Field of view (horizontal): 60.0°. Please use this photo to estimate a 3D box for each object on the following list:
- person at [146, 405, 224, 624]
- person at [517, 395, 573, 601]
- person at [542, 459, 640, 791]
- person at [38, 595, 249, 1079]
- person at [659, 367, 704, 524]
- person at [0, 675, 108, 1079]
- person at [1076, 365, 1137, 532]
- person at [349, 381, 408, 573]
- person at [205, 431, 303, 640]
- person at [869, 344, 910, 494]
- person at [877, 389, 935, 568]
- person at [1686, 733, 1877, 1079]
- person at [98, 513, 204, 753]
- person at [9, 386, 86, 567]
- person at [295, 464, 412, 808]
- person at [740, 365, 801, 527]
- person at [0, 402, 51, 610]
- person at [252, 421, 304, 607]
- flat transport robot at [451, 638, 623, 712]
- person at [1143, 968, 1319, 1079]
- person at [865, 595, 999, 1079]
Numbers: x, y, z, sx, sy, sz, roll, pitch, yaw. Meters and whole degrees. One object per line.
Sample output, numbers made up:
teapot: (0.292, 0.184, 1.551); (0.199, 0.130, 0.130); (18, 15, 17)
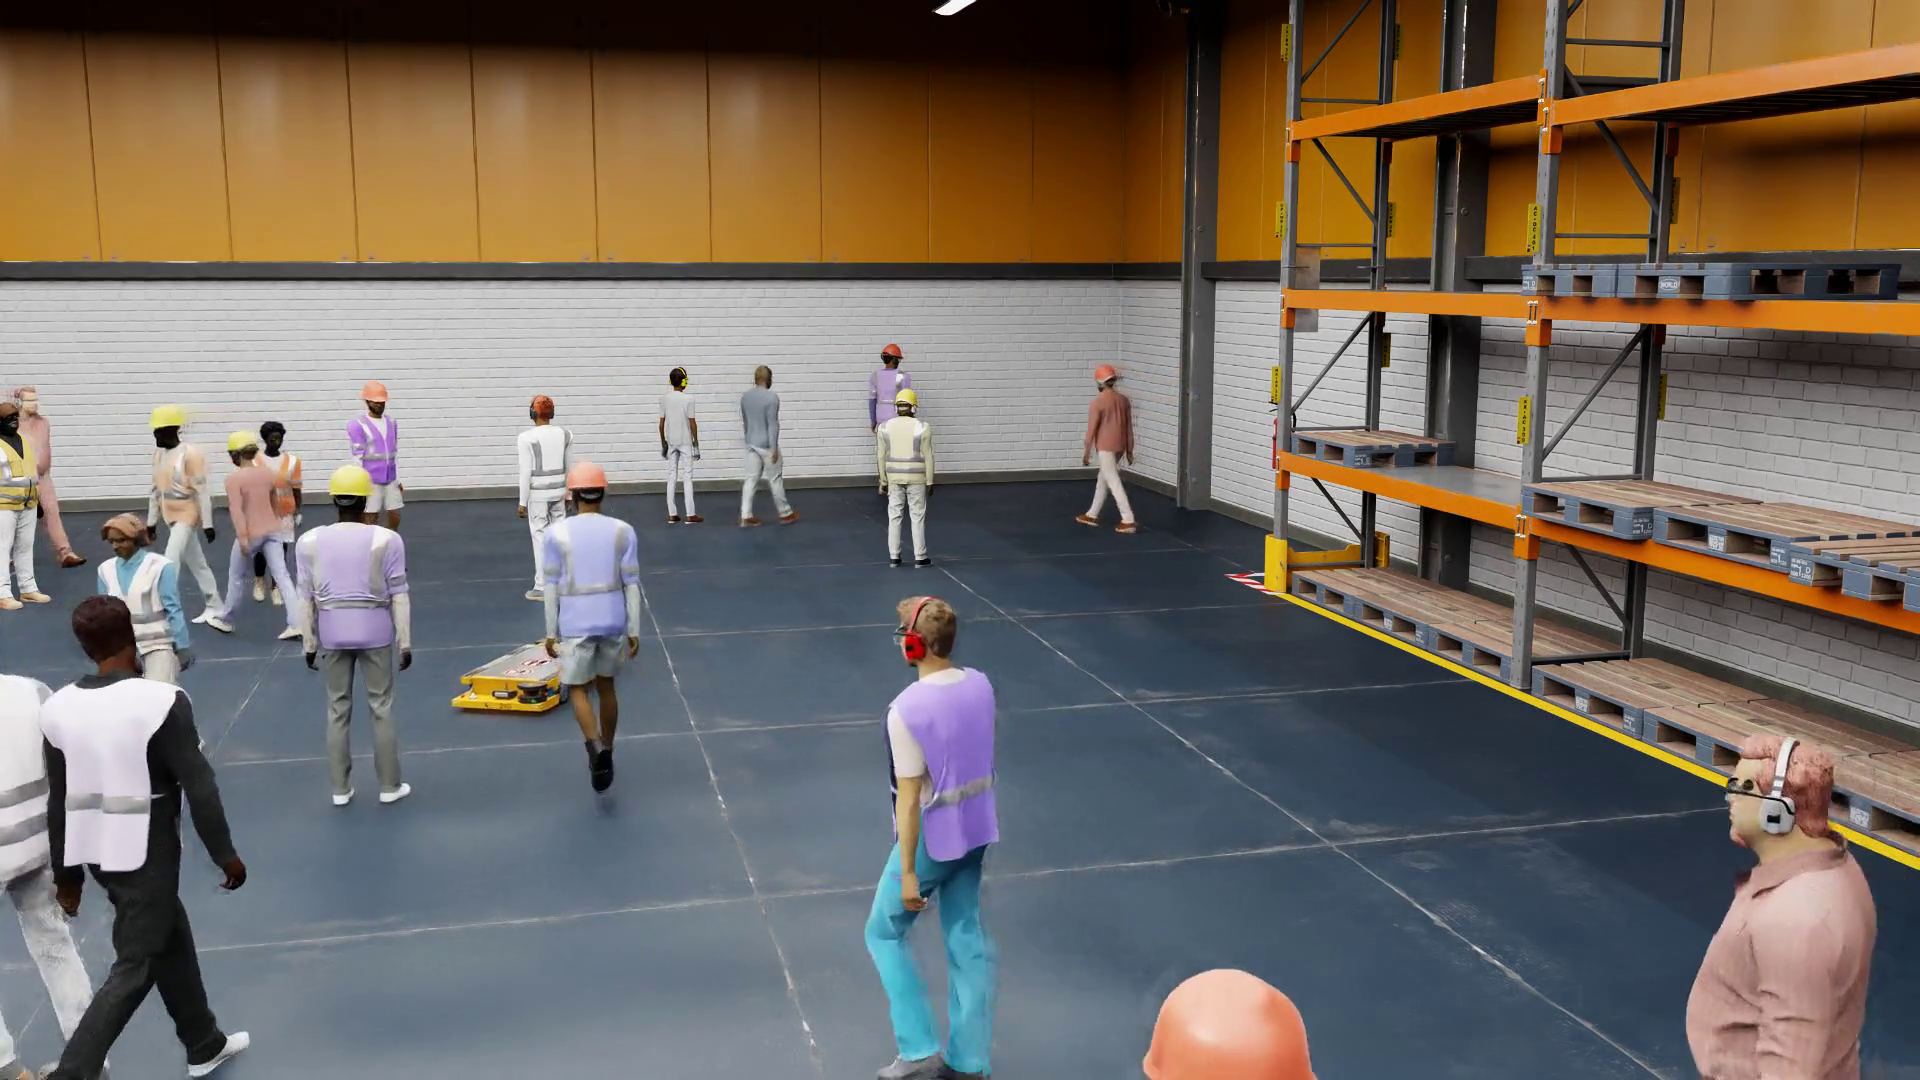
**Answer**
person: (-6.619, -0.177, 13.898); (0.614, 1.878, 0.979); (7, 11, 36)
person: (-3.791, -0.387, 15.221); (0.343, 1.882, 0.585); (8, 12, 40)
person: (-2.100, 0.503, 9.608); (0.556, 1.907, 0.767); (-4, 10, -25)
person: (-2.955, 1.128, 5.848); (0.618, 1.866, 0.968); (4, 10, 22)
person: (-3.343, -1.127, 19.886); (0.517, 1.874, 0.327); (3, 10, 19)
person: (-3.407, 1.133, 5.903); (0.595, 1.850, 0.593); (3, 9, 16)
person: (1.725, -1.067, 19.342); (0.624, 1.934, 1.041); (-9, 13, -44)
person: (-5.712, -0.596, 16.414); (0.412, 1.929, 0.579); (5, 11, 31)
person: (-5.753, -0.031, 13.568); (1.001, 1.699, 0.542); (4, 10, 26)
person: (-0.925, -1.628, 22.500); (0.605, 2.037, 0.394); (3, 10, 20)
person: (-0.533, -0.620, 16.859); (0.586, 1.826, 0.403); (2, 9, 14)
person: (1.967, 1.393, 4.201); (0.998, 1.850, 0.665); (7, 11, 37)
person: (-4.698, 0.643, 9.587); (0.537, 1.621, 0.373); (3, 9, 15)
person: (-9.421, -0.622, 16.805); (1.014, 1.853, 0.657); (4, 10, 24)
person: (-3.379, 0.537, 9.326); (0.593, 1.923, 0.381); (-1, 9, -7)
person: (-2.297, -1.109, 19.675); (0.652, 1.902, 0.842); (8, 12, 40)
person: (-8.474, -0.311, 14.884); (0.429, 1.844, 0.627); (2, 9, 14)
person: (-6.138, -0.233, 14.867); (0.544, 1.680, 0.357); (-6, 11, -34)
flat transport robot: (-2.994, 0.951, 11.893); (0.652, 0.197, 1.431); (2, 9, 11)
person: (0.462, 1.613, 2.637); (0.575, 1.910, 0.783); (-7, 11, -36)
person: (-0.101, 1.108, 6.064); (0.498, 1.828, 0.560); (8, 12, 40)
